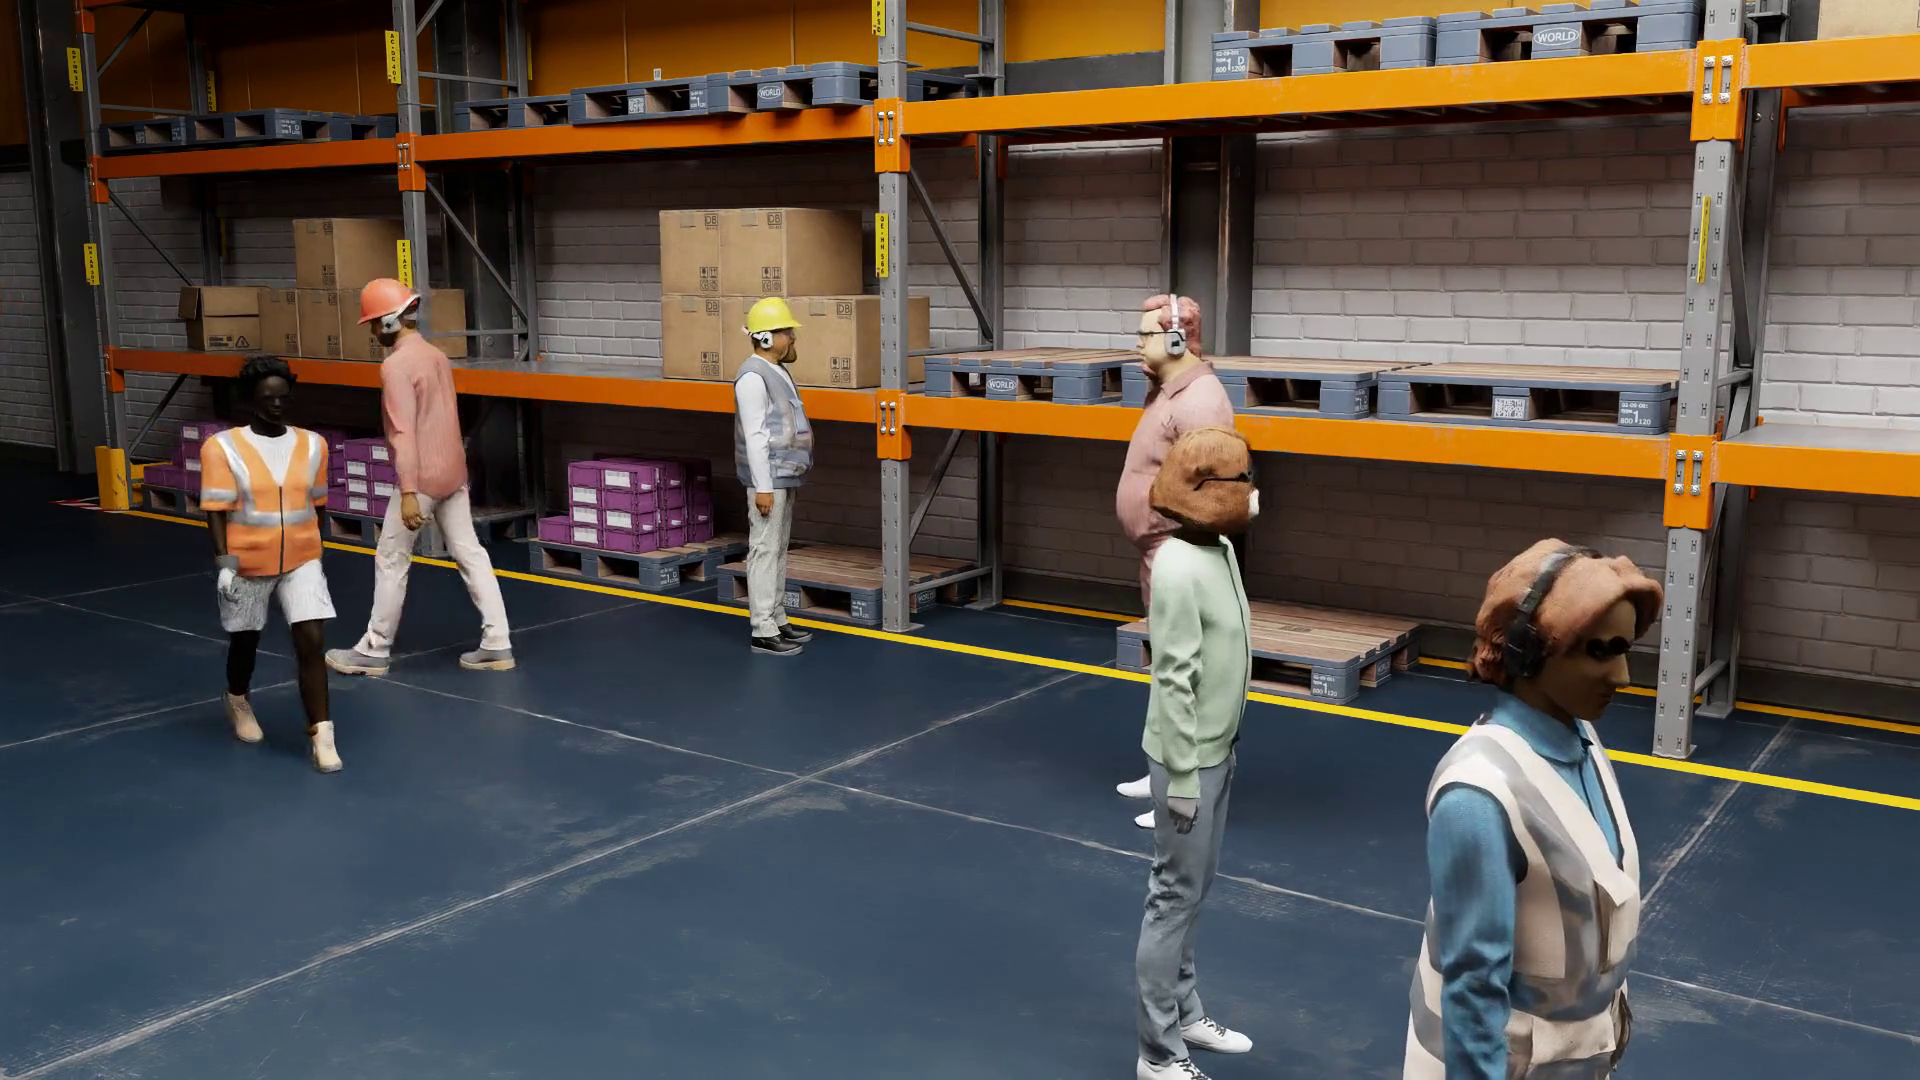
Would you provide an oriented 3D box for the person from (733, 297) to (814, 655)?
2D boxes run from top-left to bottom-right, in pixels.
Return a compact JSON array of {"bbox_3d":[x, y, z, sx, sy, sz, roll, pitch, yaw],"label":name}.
[{"bbox_3d":[-0.957,-0.332,8.623,0.404,1.837,0.589,1,10,6],"label":"person"}]

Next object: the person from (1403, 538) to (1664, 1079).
[{"bbox_3d":[0.803,0.810,2.415,0.312,1.638,0.512,6,11,33],"label":"person"}]

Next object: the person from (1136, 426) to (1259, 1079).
[{"bbox_3d":[0.583,0.535,4.062,0.273,1.632,0.508,3,10,19],"label":"person"}]

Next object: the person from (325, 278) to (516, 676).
[{"bbox_3d":[-2.664,-0.289,8.070,0.984,1.923,0.725,1,10,7],"label":"person"}]

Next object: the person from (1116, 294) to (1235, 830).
[{"bbox_3d":[0.756,0.079,5.981,0.396,1.902,0.700,-1,10,-3],"label":"person"}]

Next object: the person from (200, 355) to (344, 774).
[{"bbox_3d":[-2.810,0.073,6.744,0.531,1.659,0.869,-8,12,-39],"label":"person"}]
